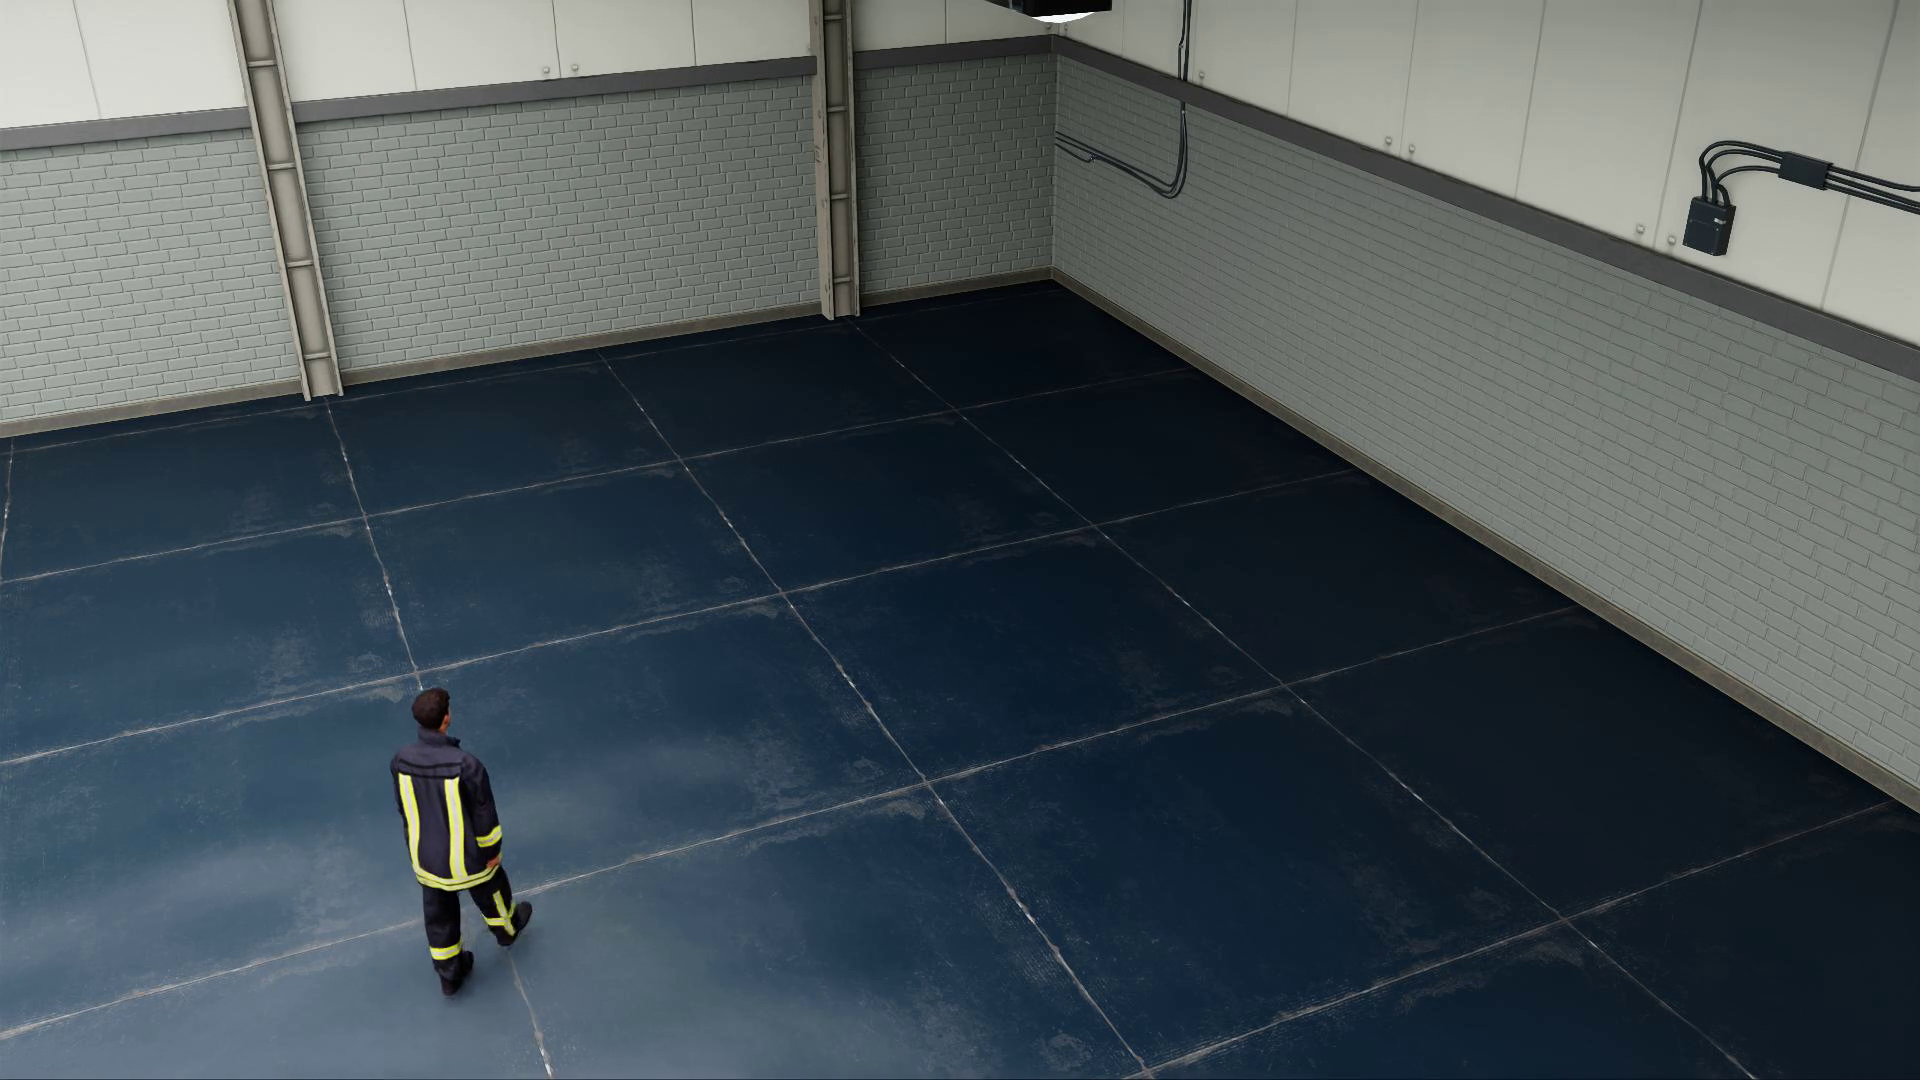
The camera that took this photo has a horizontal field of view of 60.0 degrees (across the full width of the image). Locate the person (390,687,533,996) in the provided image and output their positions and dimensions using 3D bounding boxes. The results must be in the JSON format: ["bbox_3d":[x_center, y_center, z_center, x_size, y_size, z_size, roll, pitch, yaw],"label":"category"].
[{"bbox_3d":[-2.921,1.756,9.412,1.133,1.901,1.173,5,28,10],"label":"person"}]
